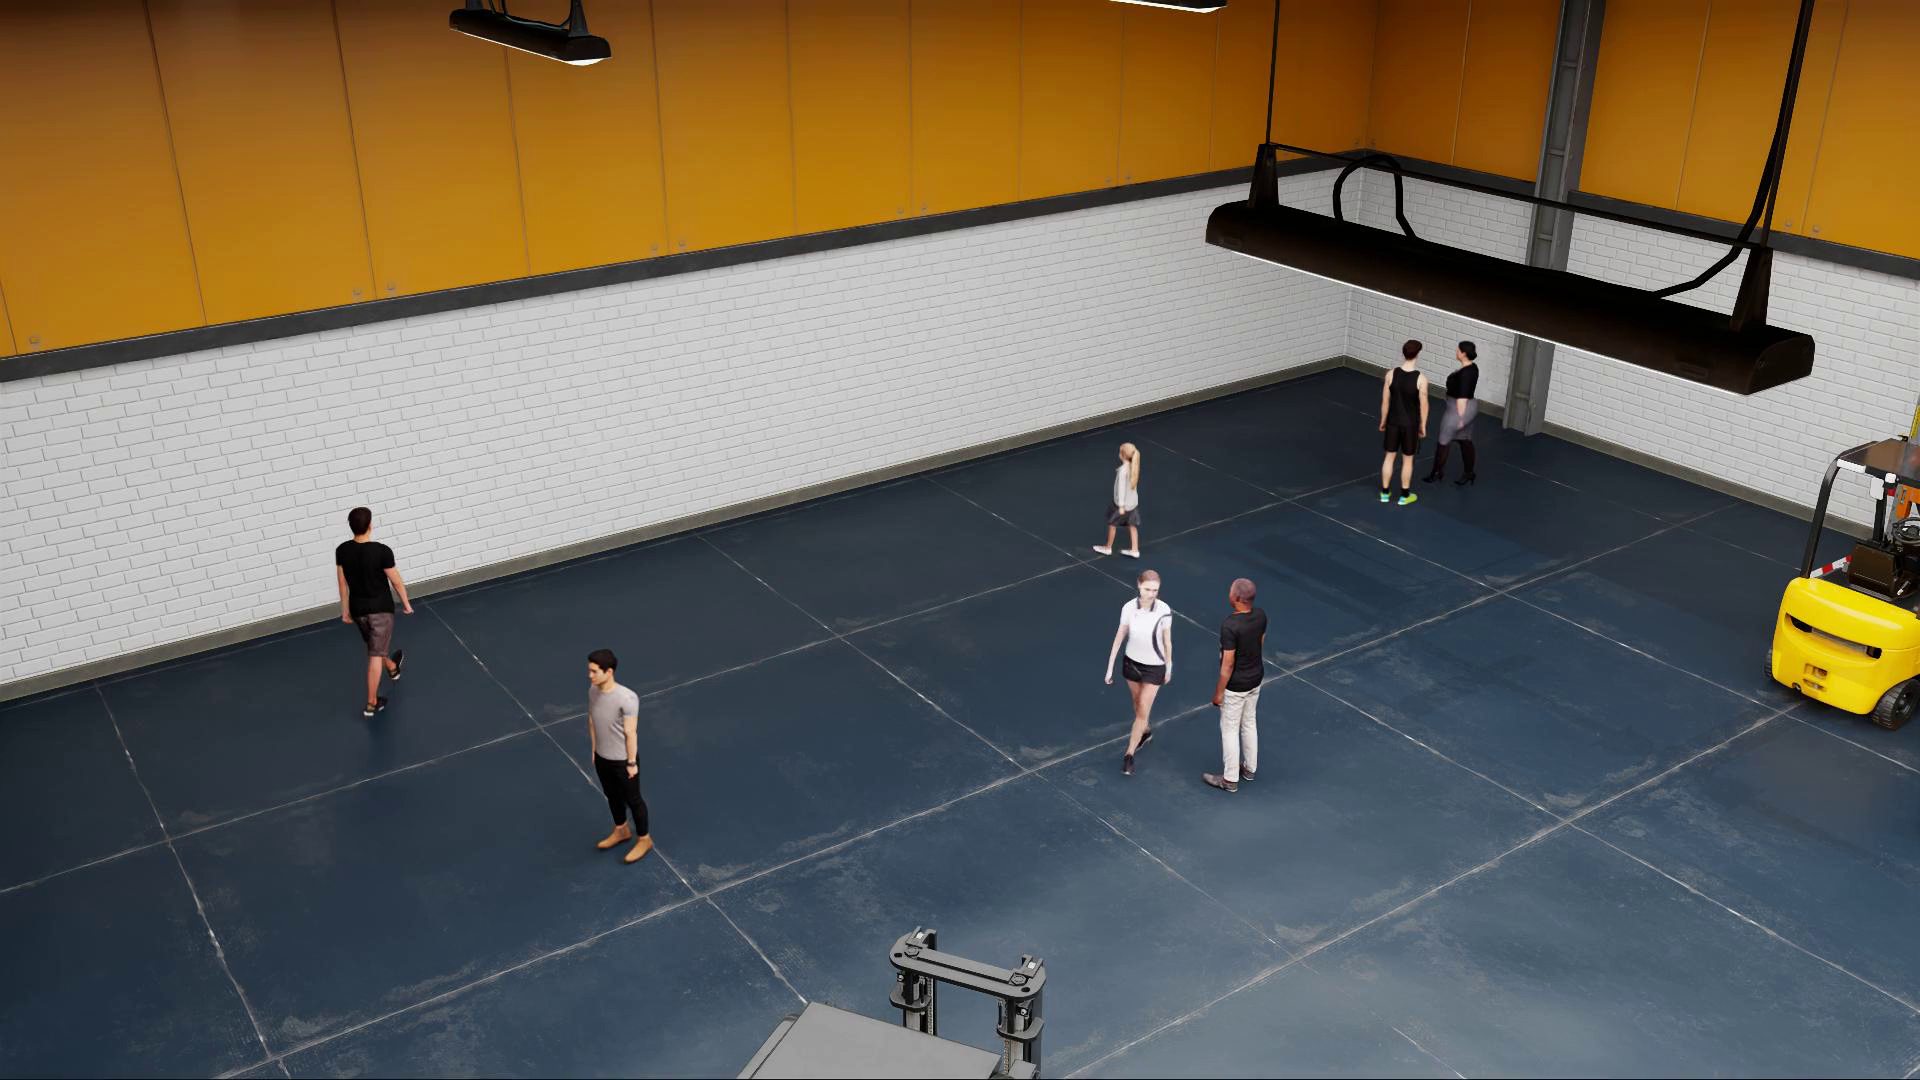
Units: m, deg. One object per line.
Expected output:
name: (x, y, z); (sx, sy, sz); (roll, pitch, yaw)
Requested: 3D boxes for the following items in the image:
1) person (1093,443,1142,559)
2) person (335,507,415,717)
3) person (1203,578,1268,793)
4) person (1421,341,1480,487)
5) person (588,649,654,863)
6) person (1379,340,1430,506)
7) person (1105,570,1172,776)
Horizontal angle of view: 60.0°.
person: (1.780, -0.392, 17.341); (0.789, 1.259, 0.663); (14, 27, 30)
person: (-5.087, 0.647, 14.270); (1.139, 1.815, 1.258); (1, 24, 3)
person: (2.212, 1.136, 13.165); (0.695, 1.804, 0.618); (-20, 31, -39)
person: (5.843, -1.409, 19.071); (0.956, 1.737, 0.870); (12, 26, 25)
person: (-2.523, 1.562, 12.301); (0.568, 1.716, 0.721); (17, 29, 33)
person: (4.973, -1.318, 18.671); (0.664, 1.891, 0.825); (13, 27, 28)
person: (1.533, 1.002, 13.570); (0.988, 1.726, 0.940); (15, 28, 30)
